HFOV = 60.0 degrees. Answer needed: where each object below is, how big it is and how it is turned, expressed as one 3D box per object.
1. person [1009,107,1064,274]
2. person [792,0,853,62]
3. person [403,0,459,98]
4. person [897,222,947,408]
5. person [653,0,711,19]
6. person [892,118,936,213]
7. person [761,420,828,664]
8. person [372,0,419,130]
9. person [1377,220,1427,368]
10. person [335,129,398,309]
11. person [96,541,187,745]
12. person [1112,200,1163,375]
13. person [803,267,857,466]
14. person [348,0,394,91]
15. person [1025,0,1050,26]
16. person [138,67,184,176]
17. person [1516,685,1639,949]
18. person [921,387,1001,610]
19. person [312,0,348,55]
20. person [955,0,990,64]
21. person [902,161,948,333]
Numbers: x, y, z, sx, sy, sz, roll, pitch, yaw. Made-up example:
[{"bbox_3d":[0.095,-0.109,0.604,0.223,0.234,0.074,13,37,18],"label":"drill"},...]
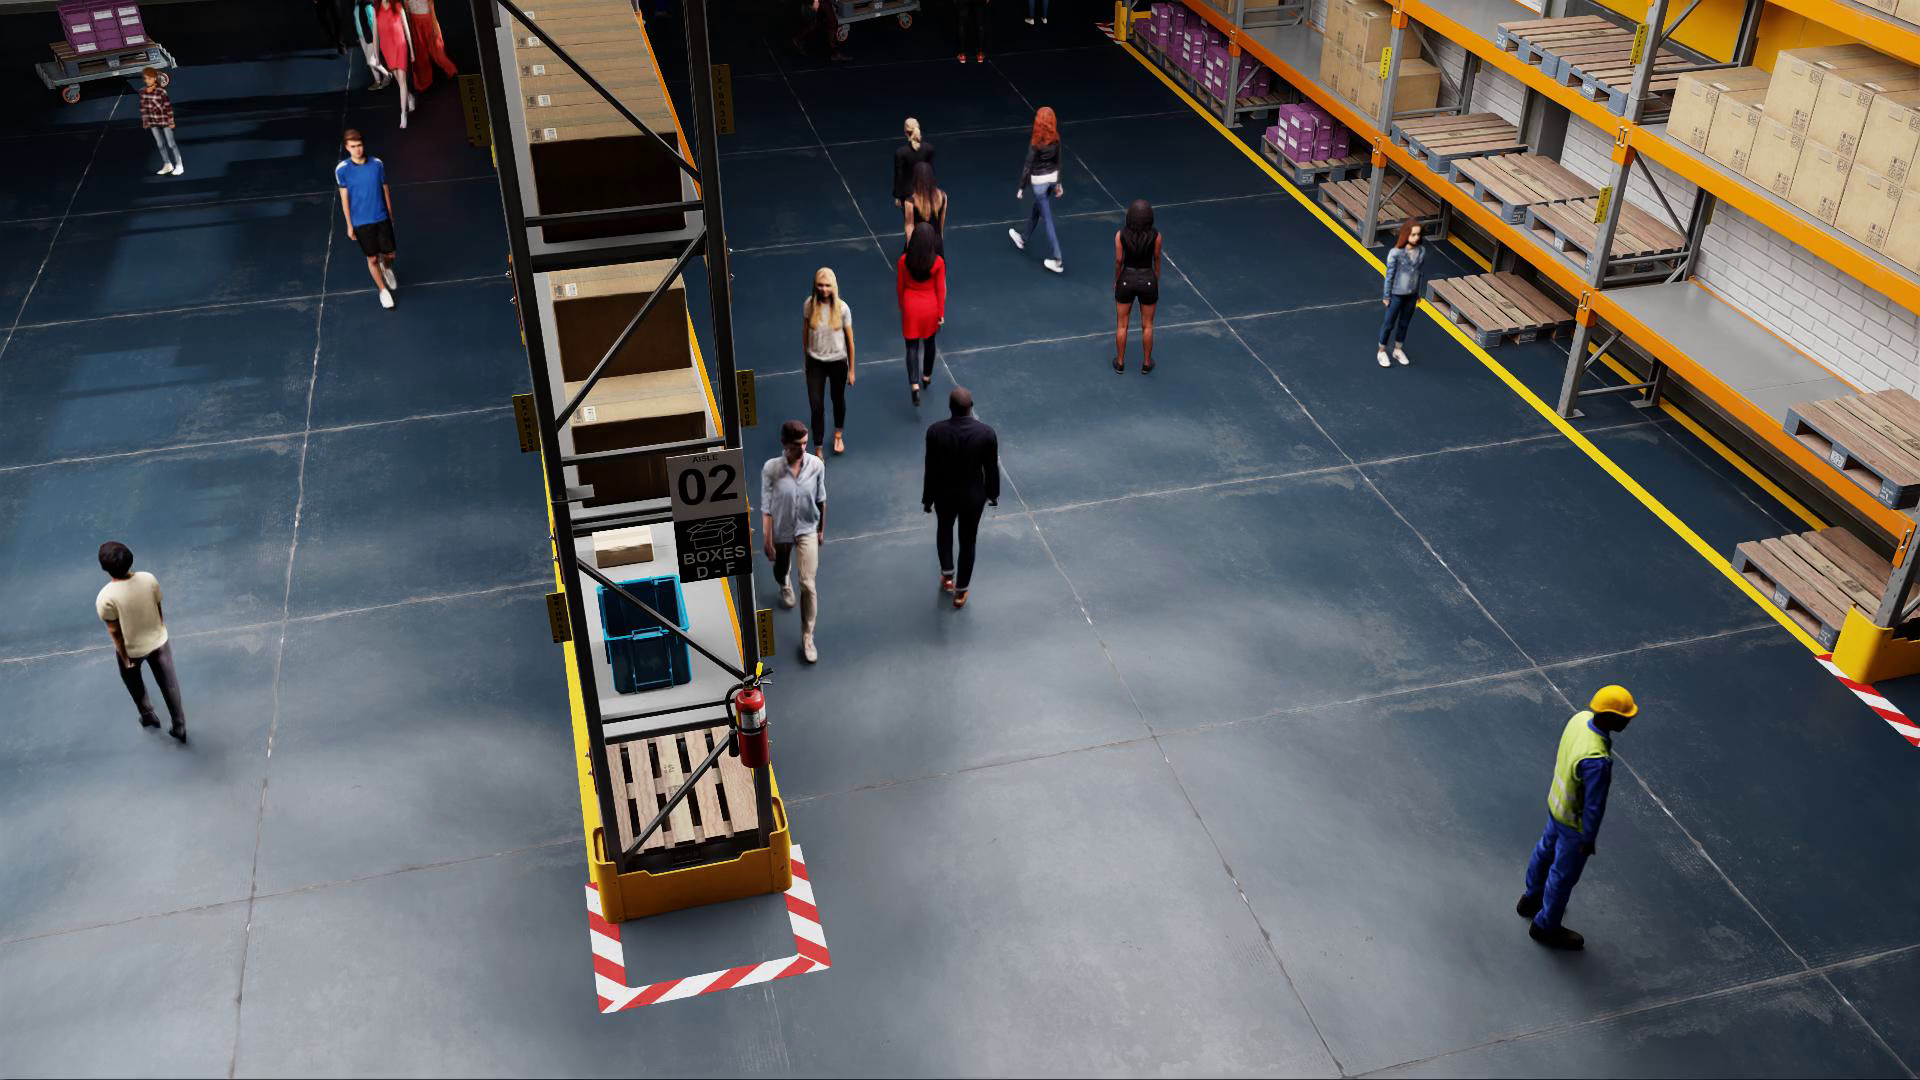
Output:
[{"bbox_3d":[0.945,-3.666,17.590,0.934,1.748,1.233,-24,41,-32],"label":"person"},{"bbox_3d":[-2.029,-7.737,23.637,1.041,1.835,1.177,5,34,8],"label":"person"},{"bbox_3d":[-7.209,-6.972,22.555,1.031,1.759,1.307,7,34,10],"label":"person"},{"bbox_3d":[-0.365,-2.018,15.135,0.745,1.722,1.058,-1,34,-2],"label":"person"},{"bbox_3d":[-4.422,-8.863,25.325,0.886,1.842,1.186,-16,37,-22],"label":"person"},{"bbox_3d":[-0.439,-3.580,17.507,0.669,1.698,0.657,-12,36,-18],"label":"person"},{"bbox_3d":[-1.239,-0.093,12.159,0.645,1.811,1.187,-7,34,-11],"label":"person"},{"bbox_3d":[-7.291,-6.310,21.538,0.810,1.781,1.184,-1,34,-1],"label":"person"},{"bbox_3d":[4.221,-2.367,15.882,0.553,1.475,0.488,-10,35,-15],"label":"person"},{"bbox_3d":[-6.029,-3.299,16.944,0.761,1.853,0.898,-17,37,-24],"label":"person"},{"bbox_3d":[-5.433,0.730,11.140,0.857,1.569,0.786,25,41,32],"label":"person"},{"bbox_3d":[1.664,-2.384,15.670,0.665,1.740,0.634,3,34,4],"label":"person"},{"bbox_3d":[-1.126,-1.554,14.367,0.810,1.799,1.030,2,34,3],"label":"person"},{"bbox_3d":[-8.004,-6.881,22.661,0.681,1.490,0.756,27,42,34],"label":"person"},{"bbox_3d":[1.186,-8.710,25.197,0.581,1.729,0.498,-9,35,-14],"label":"person"},{"bbox_3d":[-9.680,-5.081,20.118,0.634,1.307,0.672,8,34,11],"label":"person"},{"bbox_3d":[3.576,1.568,9.661,0.791,1.810,0.626,2,34,2],"label":"person"},{"bbox_3d":[-0.013,-0.265,12.426,0.836,1.801,0.813,2,34,3],"label":"person"},{"bbox_3d":[-9.193,-7.947,24.025,0.685,1.755,1.104,-13,36,-18],"label":"person"},{"bbox_3d":[0.161,-7.723,23.634,0.675,1.814,0.652,-5,34,-7],"label":"person"},{"bbox_3d":[-0.293,-2.853,16.419,0.808,1.691,0.971,-18,38,-25],"label":"person"}]
